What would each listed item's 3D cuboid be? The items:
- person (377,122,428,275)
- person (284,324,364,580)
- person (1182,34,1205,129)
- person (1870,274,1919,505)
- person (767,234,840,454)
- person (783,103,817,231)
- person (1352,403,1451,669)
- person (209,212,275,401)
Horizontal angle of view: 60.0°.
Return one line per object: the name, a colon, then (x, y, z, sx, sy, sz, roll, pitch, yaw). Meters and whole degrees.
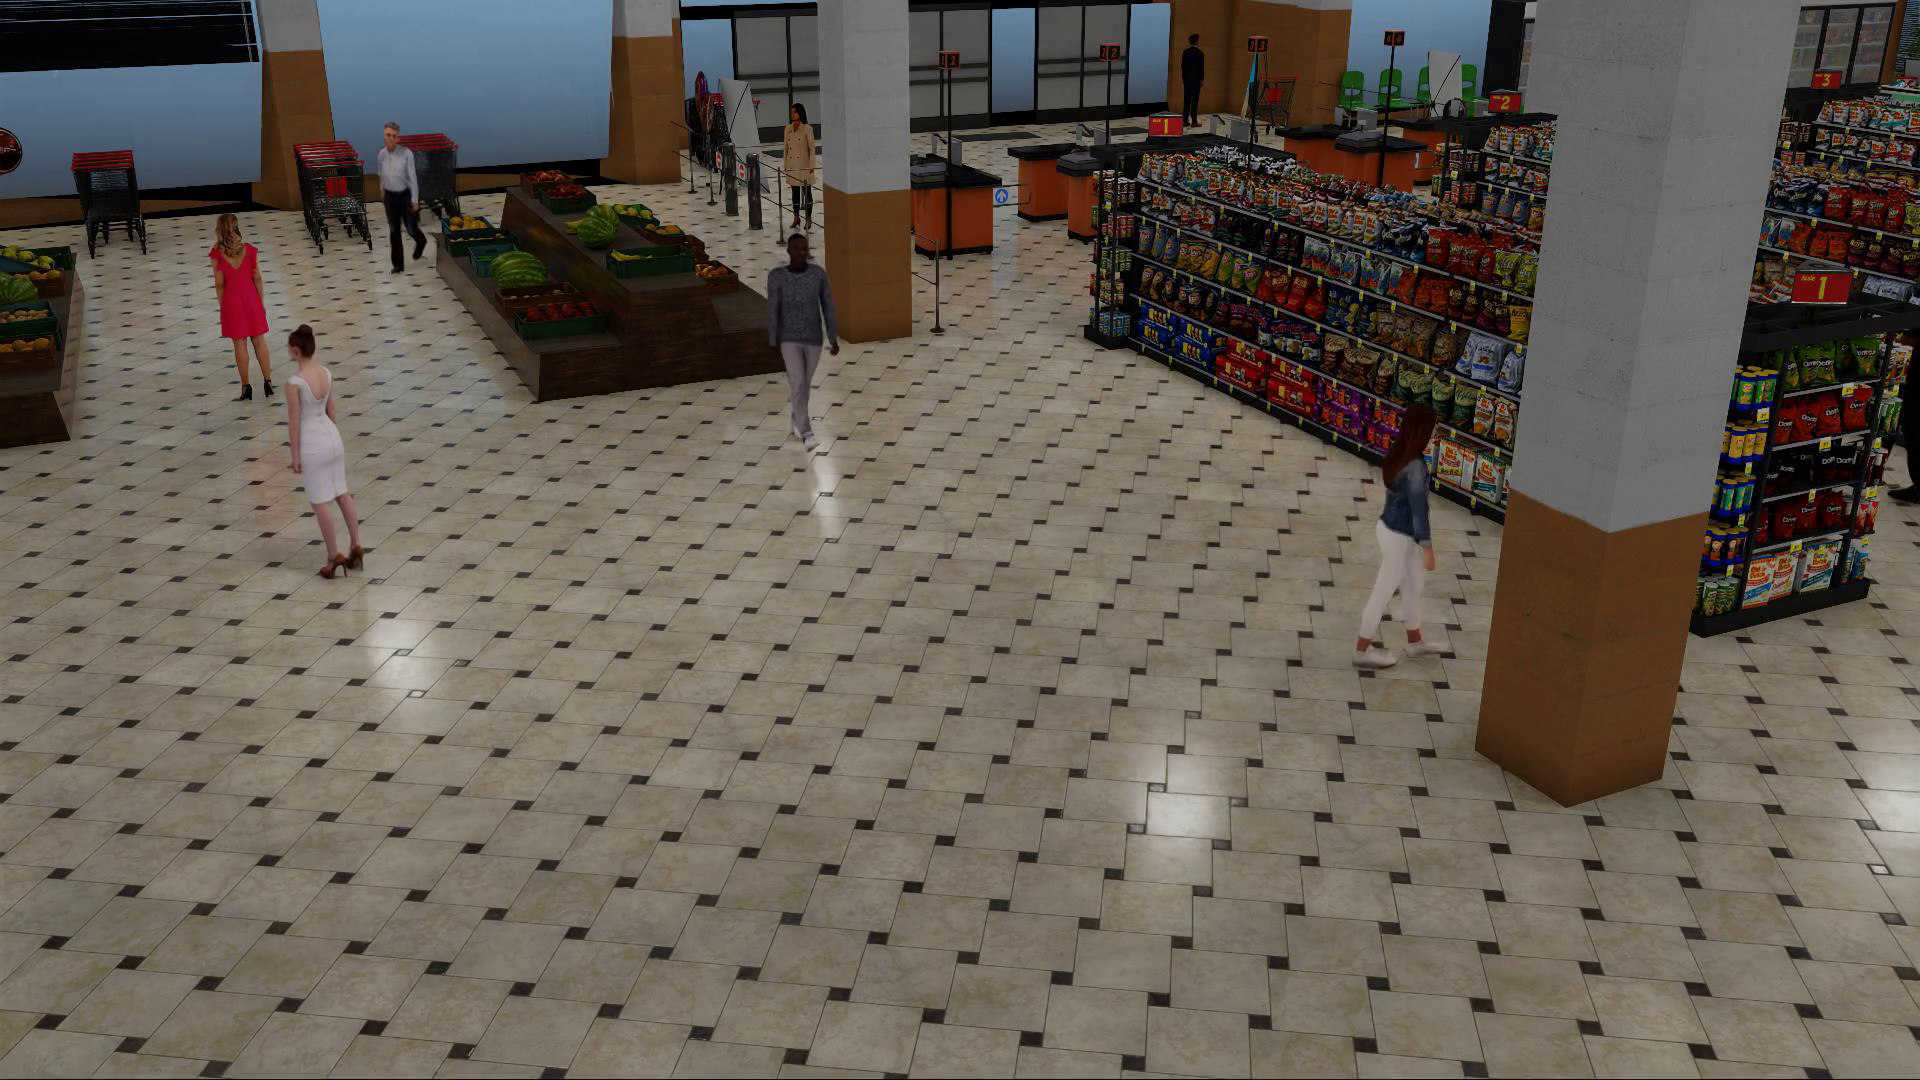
person: (-6.760, -4.165, 20.197, 1.005, 1.793, 1.176, 5, 22, 11)
person: (-4.340, -0.593, 11.312, 0.699, 1.791, 0.647, 9, 24, 22)
person: (4.435, -8.776, 31.761, 0.635, 1.728, 0.767, 16, 27, 35)
person: (7.370, -1.134, 12.654, 0.812, 1.793, 1.012, -17, 27, -35)
person: (-1.350, -1.671, 13.996, 0.729, 1.789, 1.180, -9, 24, -21)
person: (-2.173, -5.081, 22.628, 0.688, 1.681, 0.781, 11, 24, 25)
person: (2.545, -0.004, 9.986, 0.918, 1.685, 0.906, 2, 22, 4)
person: (-6.598, -2.151, 15.273, 0.596, 1.728, 0.573, -13, 26, -30)
